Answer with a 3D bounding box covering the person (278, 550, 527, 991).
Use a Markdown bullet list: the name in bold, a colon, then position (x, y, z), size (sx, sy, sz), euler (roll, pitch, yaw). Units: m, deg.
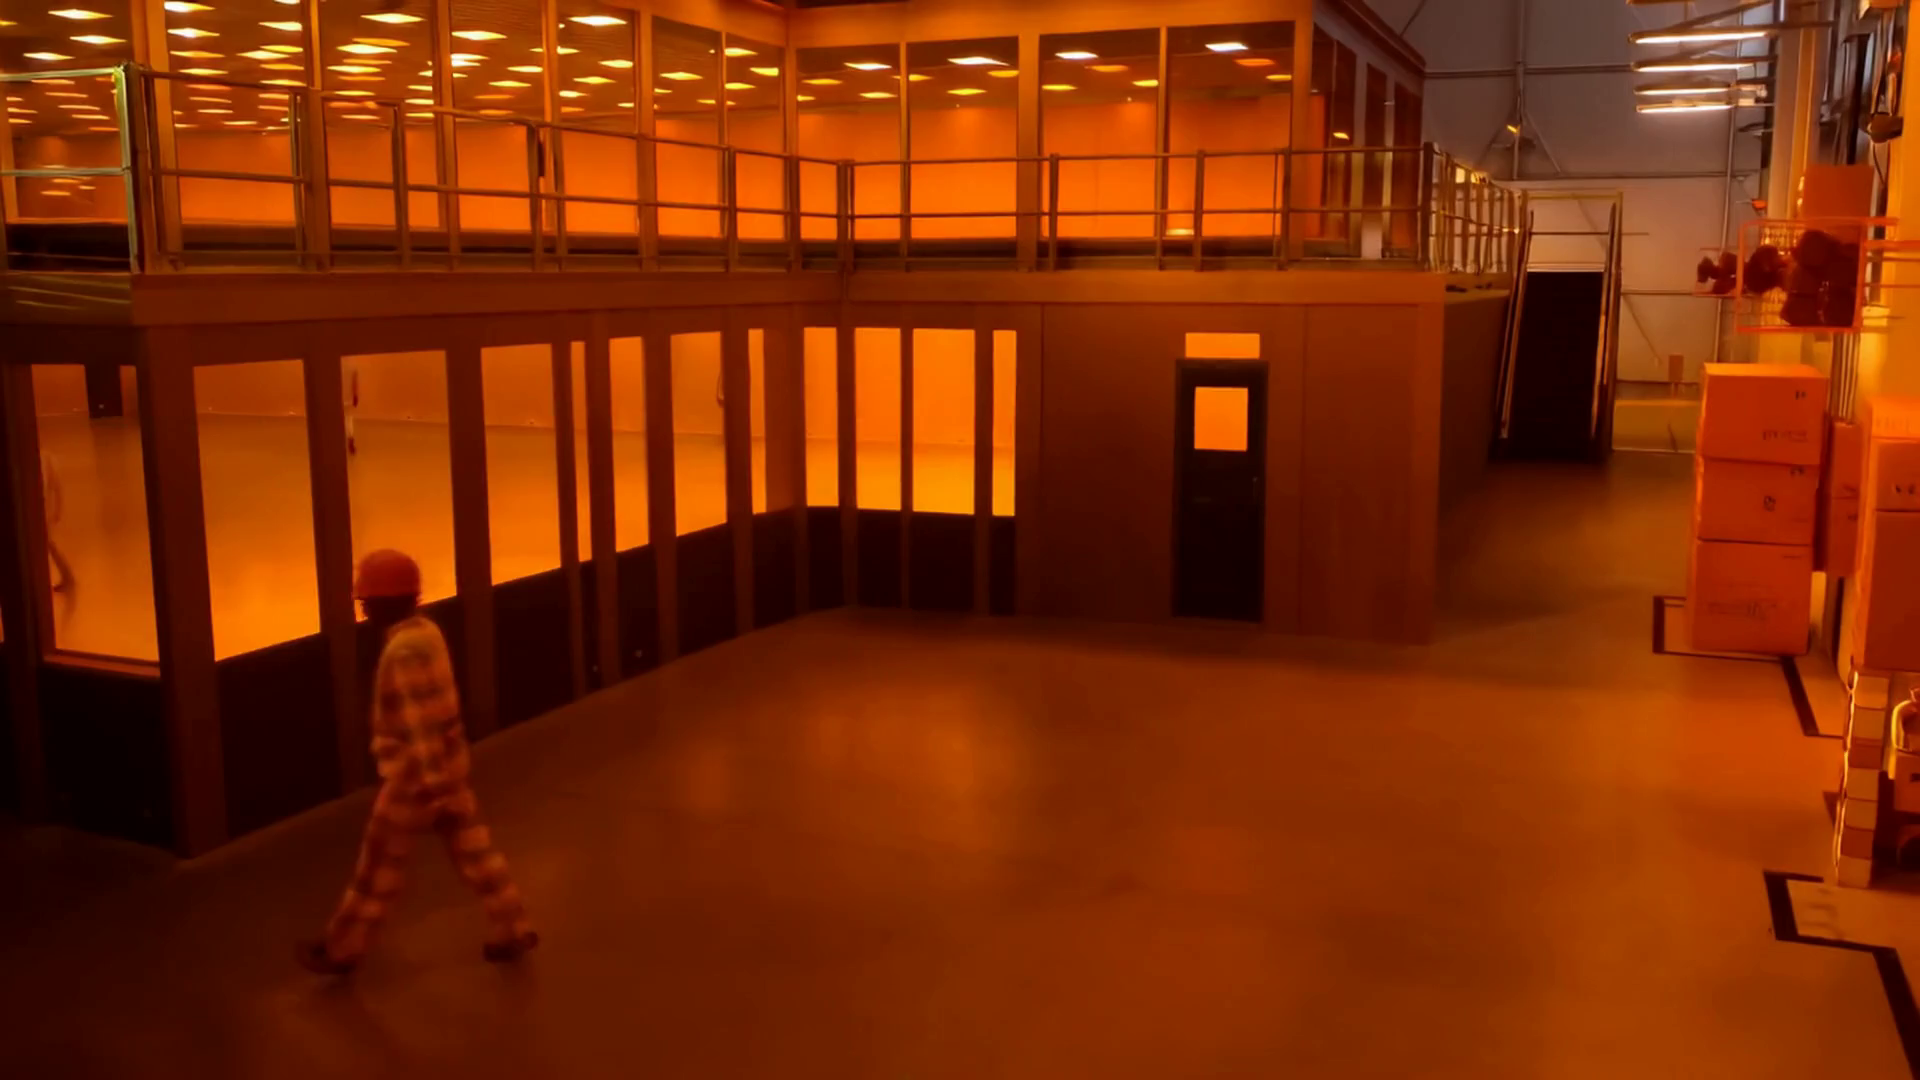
- **person**: position (-2.376, 0.973, 7.112), size (1.016, 1.889, 0.627), euler (-1, 9, -5)
